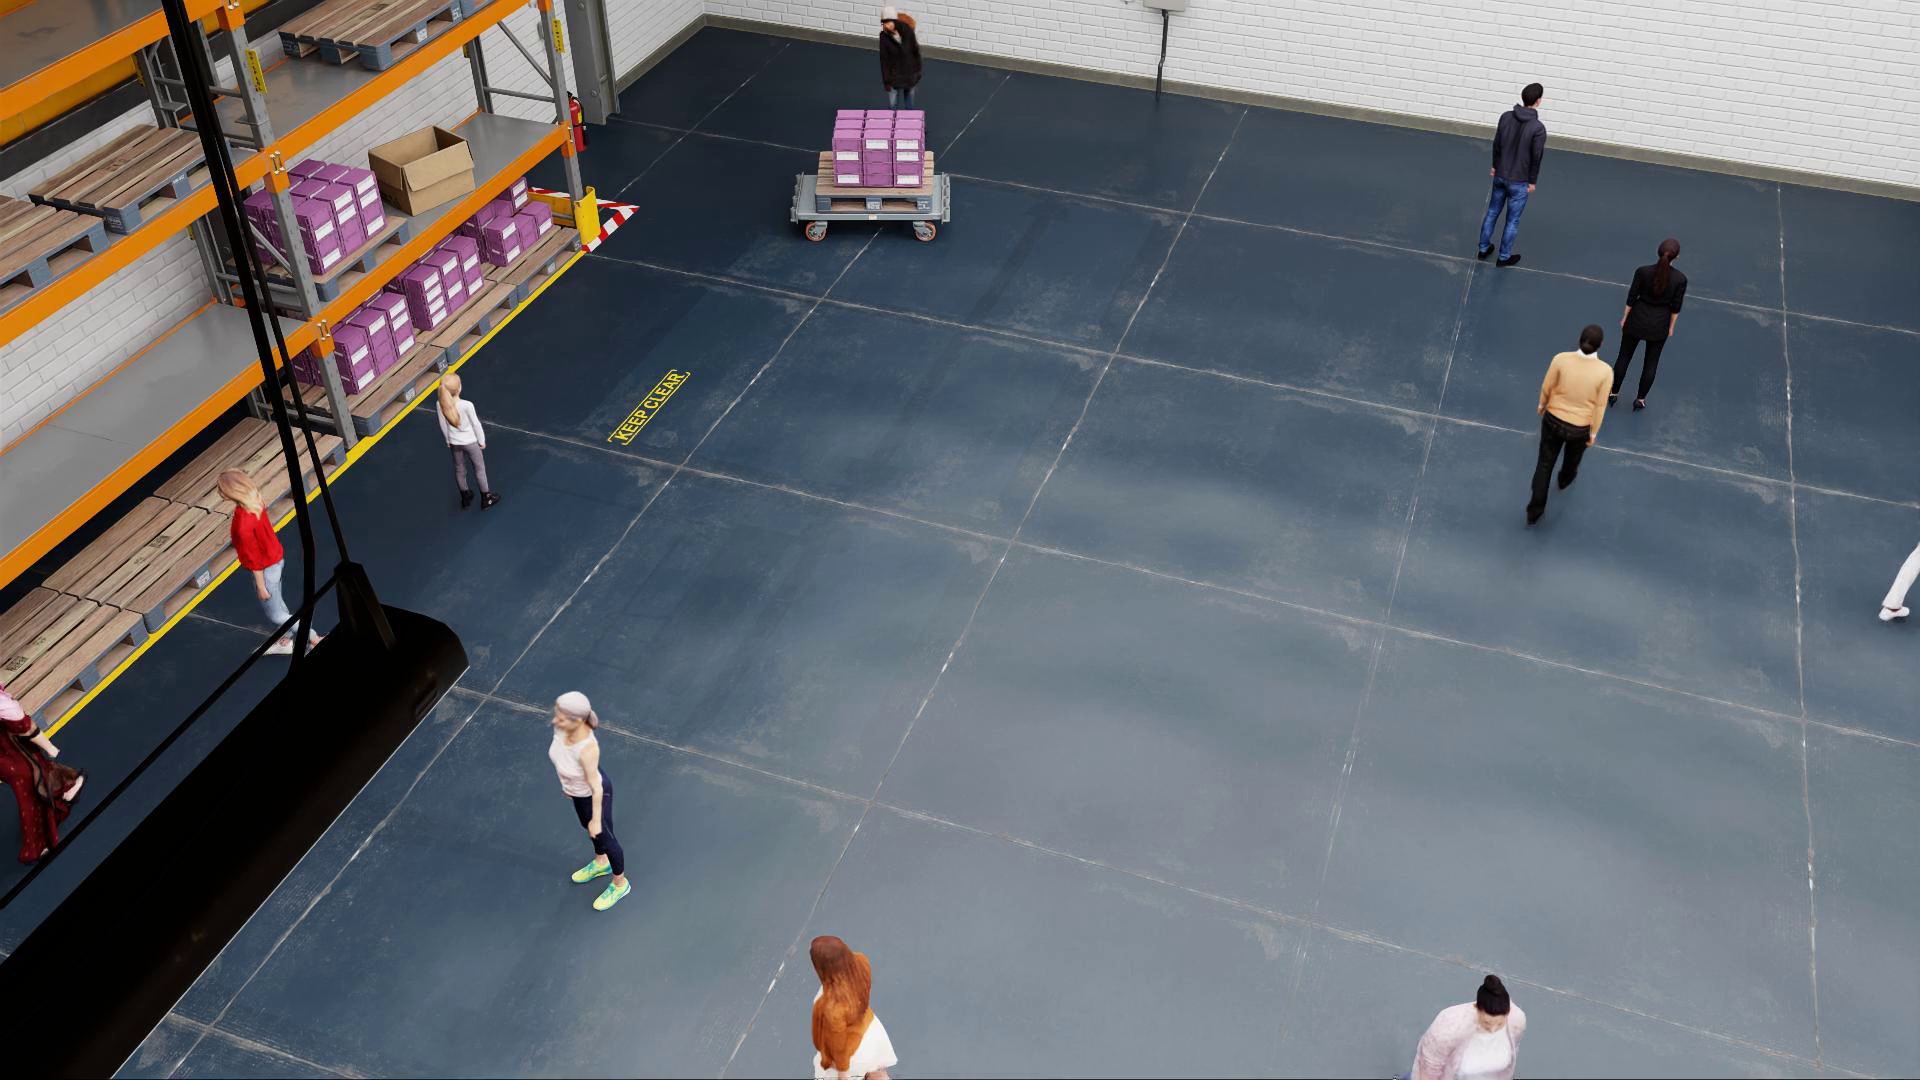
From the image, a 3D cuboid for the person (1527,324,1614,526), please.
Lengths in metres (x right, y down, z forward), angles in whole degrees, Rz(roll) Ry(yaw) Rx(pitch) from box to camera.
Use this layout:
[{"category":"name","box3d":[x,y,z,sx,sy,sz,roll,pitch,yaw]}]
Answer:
[{"category":"person","box3d":[4.792,-0.878,13.196,0.800,1.708,1.181,19,43,23]}]

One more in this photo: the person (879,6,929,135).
[{"category":"person","box3d":[-0.621,-5.290,18.802,0.795,1.607,0.842,-24,44,-27]}]

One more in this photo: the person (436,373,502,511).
[{"category":"person","box3d":[-4.013,-0.798,13.440,0.526,1.279,0.546,5,39,7]}]

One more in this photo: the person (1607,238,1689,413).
[{"category":"person","box3d":[5.977,-1.865,14.469,0.616,1.662,0.574,17,42,20]}]

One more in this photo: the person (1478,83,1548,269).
[{"category":"person","box3d":[5.470,-3.612,16.471,0.744,1.894,0.757,-30,47,-32]}]

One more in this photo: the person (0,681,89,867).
[{"category":"person","box3d":[-6.001,1.408,10.416,0.637,1.606,0.979,11,40,13]}]

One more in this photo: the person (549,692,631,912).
[{"category":"person","box3d":[-2.260,1.554,10.155,0.701,1.703,0.679,-25,45,-28]}]

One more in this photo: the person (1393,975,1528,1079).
[{"category":"person","box3d":[2.589,2.709,8.711,0.996,1.701,1.237,-6,39,-7]}]

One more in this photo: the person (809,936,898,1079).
[{"category":"person","box3d":[-0.480,2.691,8.750,0.750,1.679,0.937,16,41,19]}]

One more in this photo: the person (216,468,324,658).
[{"category":"person","box3d":[-4.908,0.199,11.853,0.875,1.703,0.847,-6,39,-7]}]
